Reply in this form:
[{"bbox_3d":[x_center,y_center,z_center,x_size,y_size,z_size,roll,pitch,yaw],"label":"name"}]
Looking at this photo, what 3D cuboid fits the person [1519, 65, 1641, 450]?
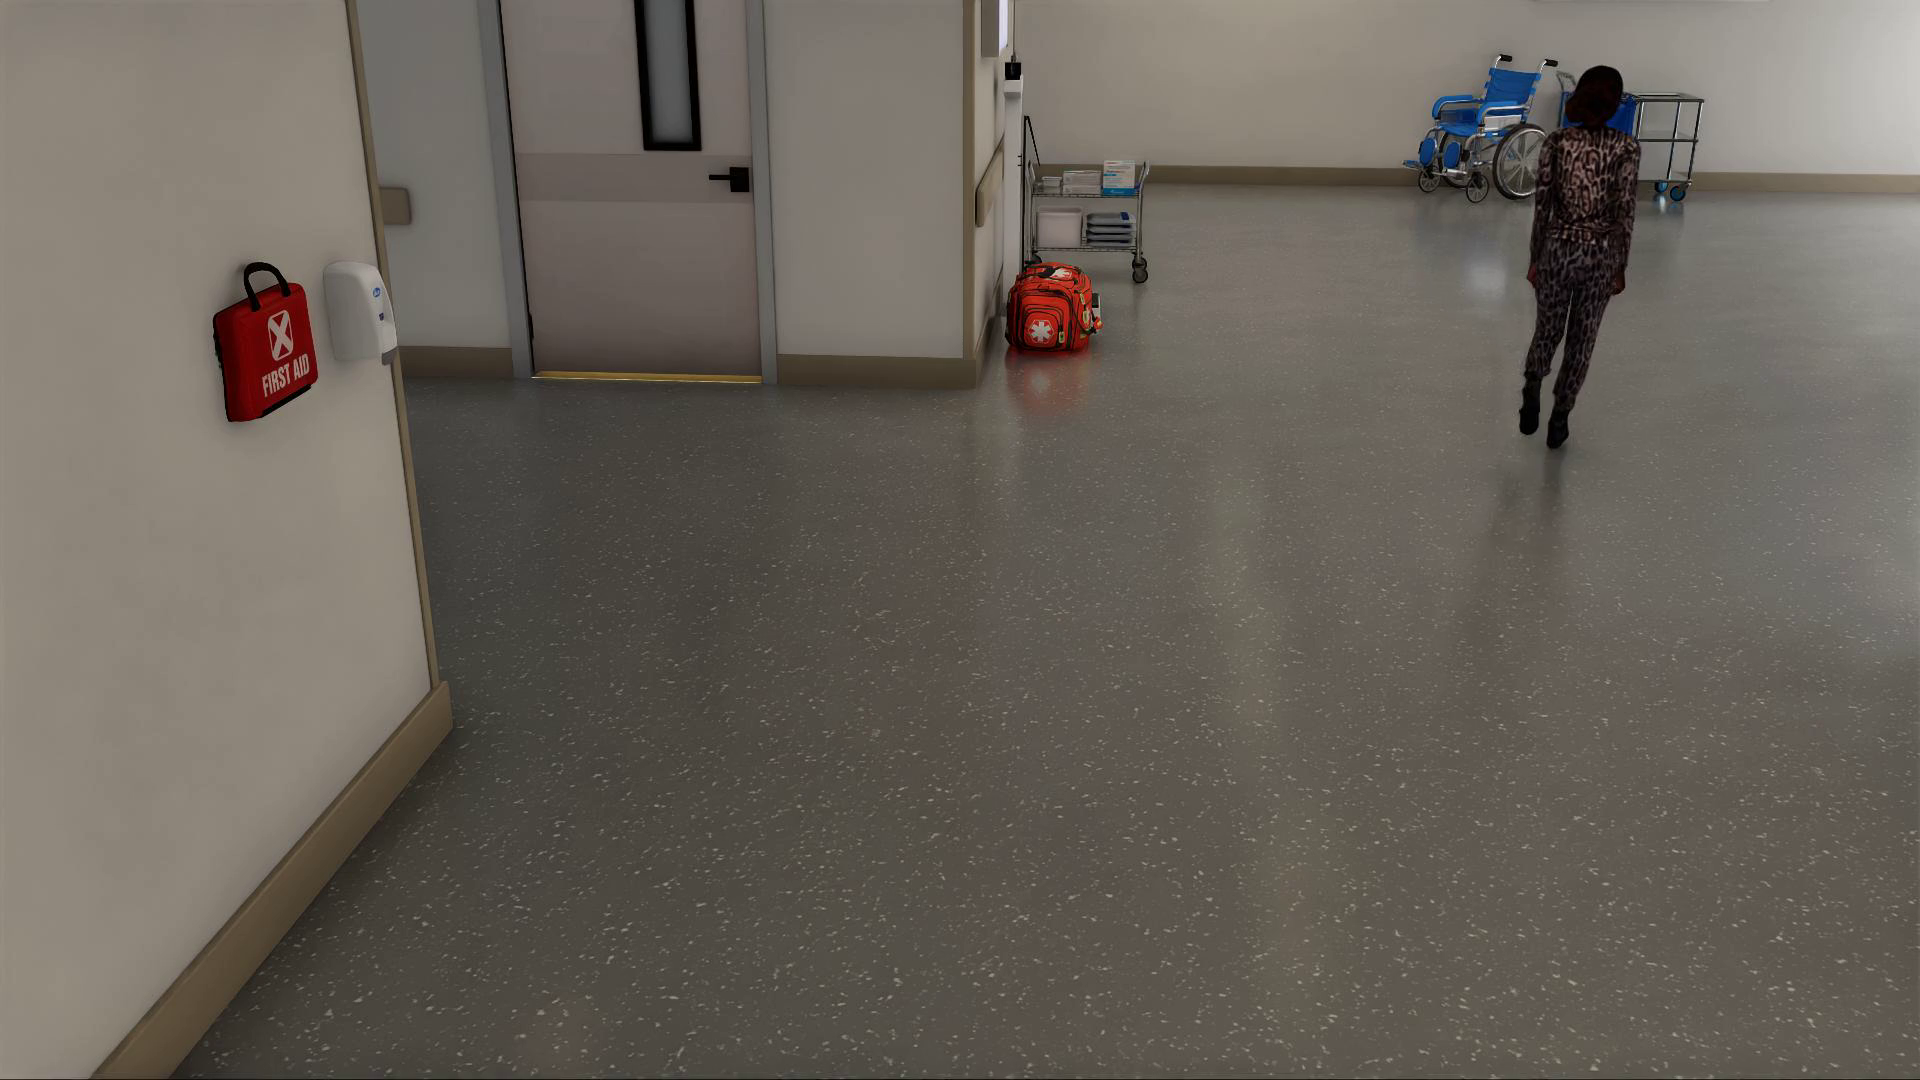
[{"bbox_3d":[2.708,-1.202,7.338,0.760,1.703,0.890,12,24,29],"label":"person"}]
